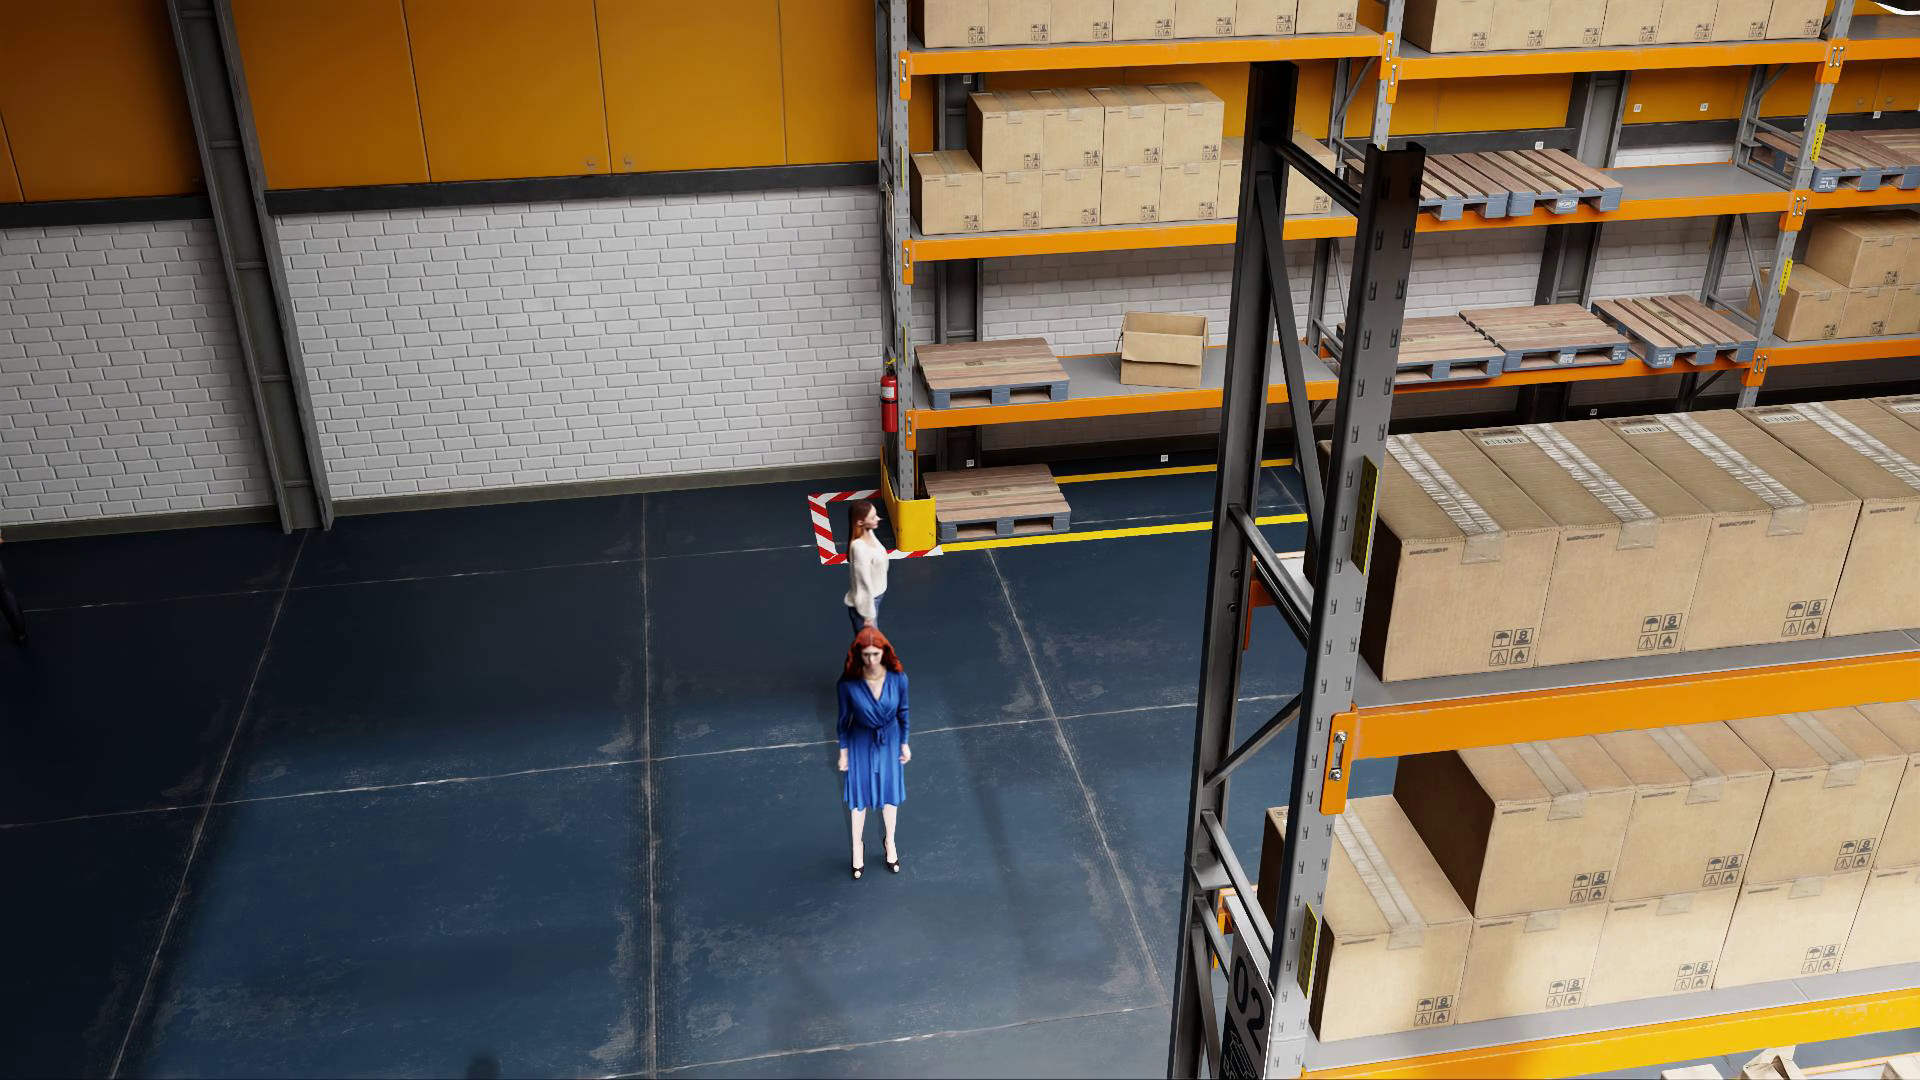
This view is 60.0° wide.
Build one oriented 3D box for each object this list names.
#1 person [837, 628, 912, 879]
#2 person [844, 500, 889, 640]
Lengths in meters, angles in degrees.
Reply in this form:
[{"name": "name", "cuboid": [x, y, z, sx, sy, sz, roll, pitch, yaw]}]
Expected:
[{"name": "person", "cuboid": [-0.536, 1.340, 10.501, 0.493, 1.827, 0.671, -5, 29, -10]}, {"name": "person", "cuboid": [-0.700, 0.468, 12.242, 0.611, 1.692, 0.658, 1, 29, 1]}]
